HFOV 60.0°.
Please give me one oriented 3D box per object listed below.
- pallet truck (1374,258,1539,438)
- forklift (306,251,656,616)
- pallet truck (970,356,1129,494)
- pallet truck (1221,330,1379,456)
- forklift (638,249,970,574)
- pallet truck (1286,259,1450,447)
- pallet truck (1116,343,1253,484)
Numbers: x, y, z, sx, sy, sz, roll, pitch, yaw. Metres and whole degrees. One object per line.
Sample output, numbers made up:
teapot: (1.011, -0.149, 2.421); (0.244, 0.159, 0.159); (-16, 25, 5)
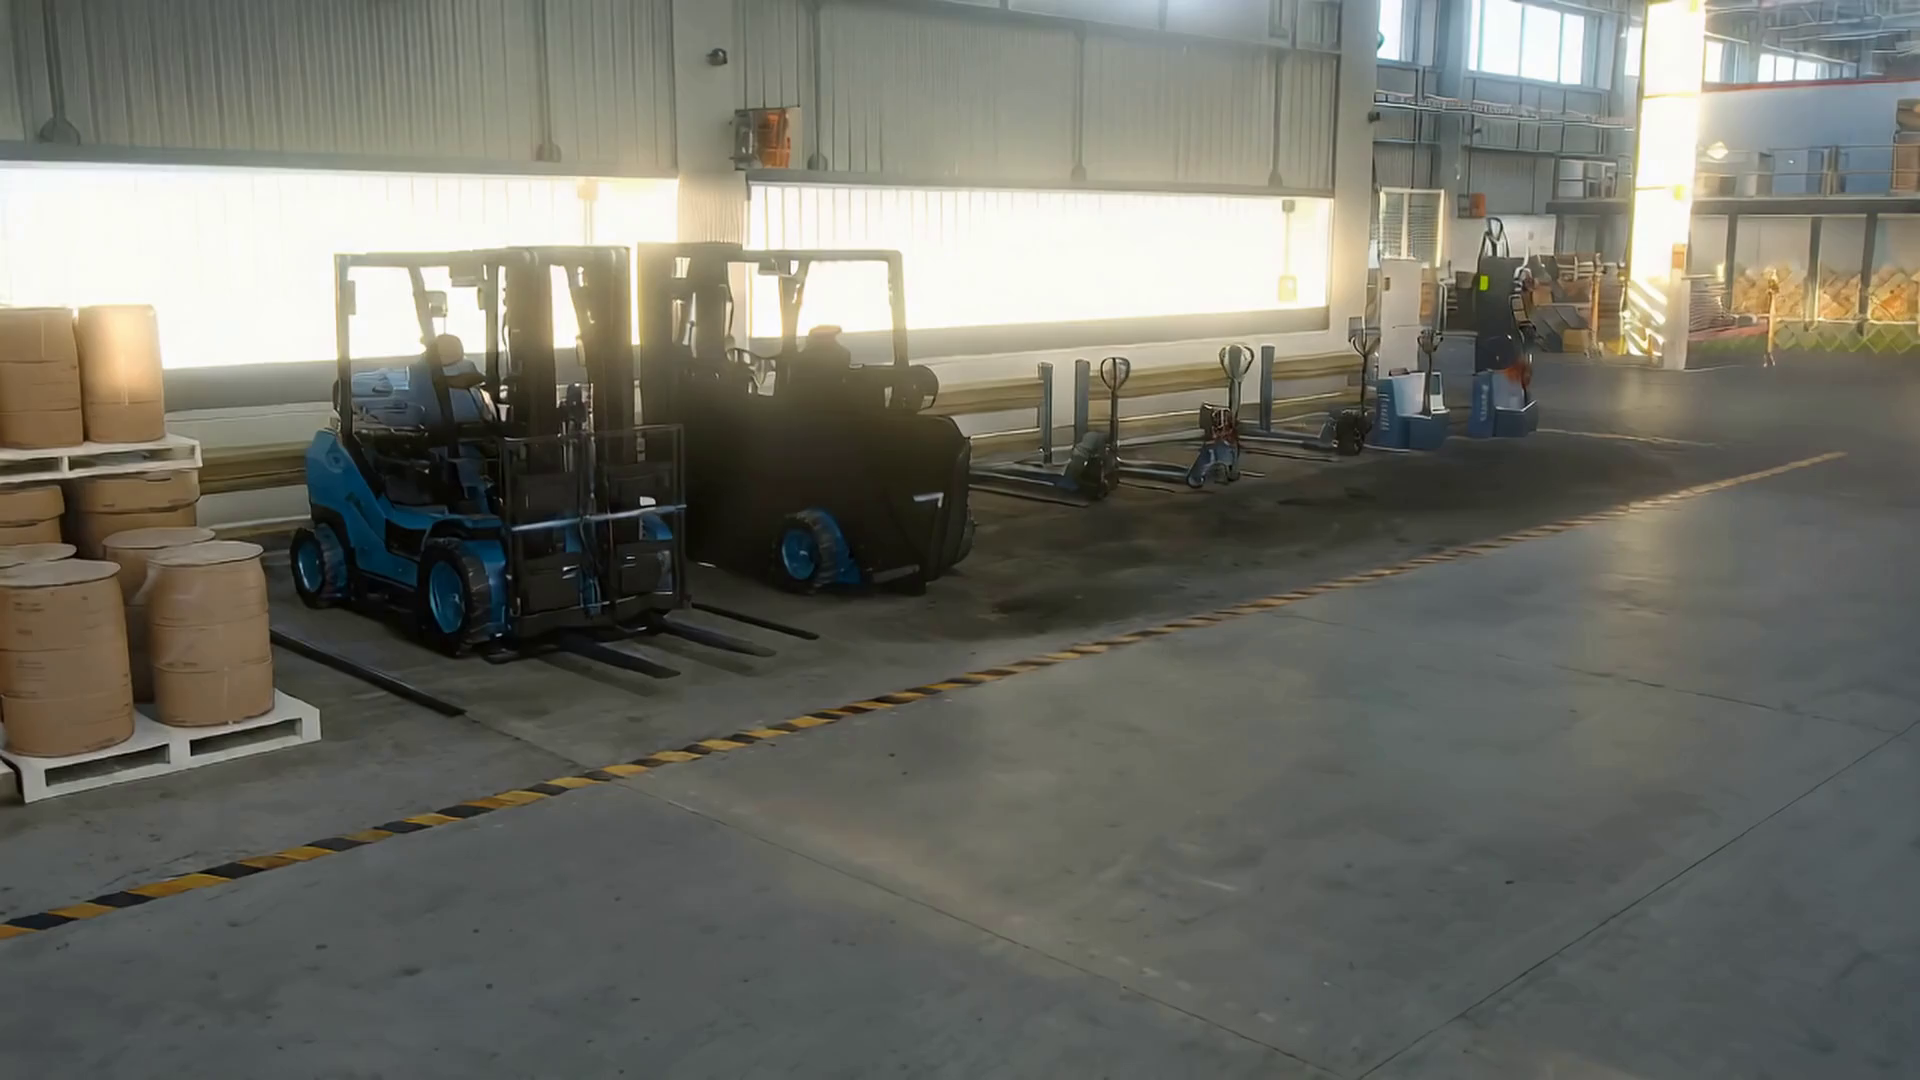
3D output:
pallet truck: (5.704, -2.208, 18.901); (1.885, 1.965, 0.823); (10, 14, 43)
forklift: (-2.833, -0.669, 9.694); (1.157, 1.987, 2.680); (-10, 14, -44)
pallet truck: (0.784, -1.085, 14.876); (0.680, 1.201, 1.601); (-10, 14, -44)
pallet truck: (3.563, -1.581, 17.381); (0.653, 1.274, 1.630); (-10, 14, -44)
forklift: (-1.173, -0.958, 11.239); (2.680, 1.987, 1.157); (10, 14, 43)
pallet truck: (4.493, -2.078, 18.196); (0.823, 1.965, 1.885); (-9, 14, -40)
pallet truck: (1.962, -1.215, 15.415); (1.522, 1.261, 0.704); (10, 14, 43)
